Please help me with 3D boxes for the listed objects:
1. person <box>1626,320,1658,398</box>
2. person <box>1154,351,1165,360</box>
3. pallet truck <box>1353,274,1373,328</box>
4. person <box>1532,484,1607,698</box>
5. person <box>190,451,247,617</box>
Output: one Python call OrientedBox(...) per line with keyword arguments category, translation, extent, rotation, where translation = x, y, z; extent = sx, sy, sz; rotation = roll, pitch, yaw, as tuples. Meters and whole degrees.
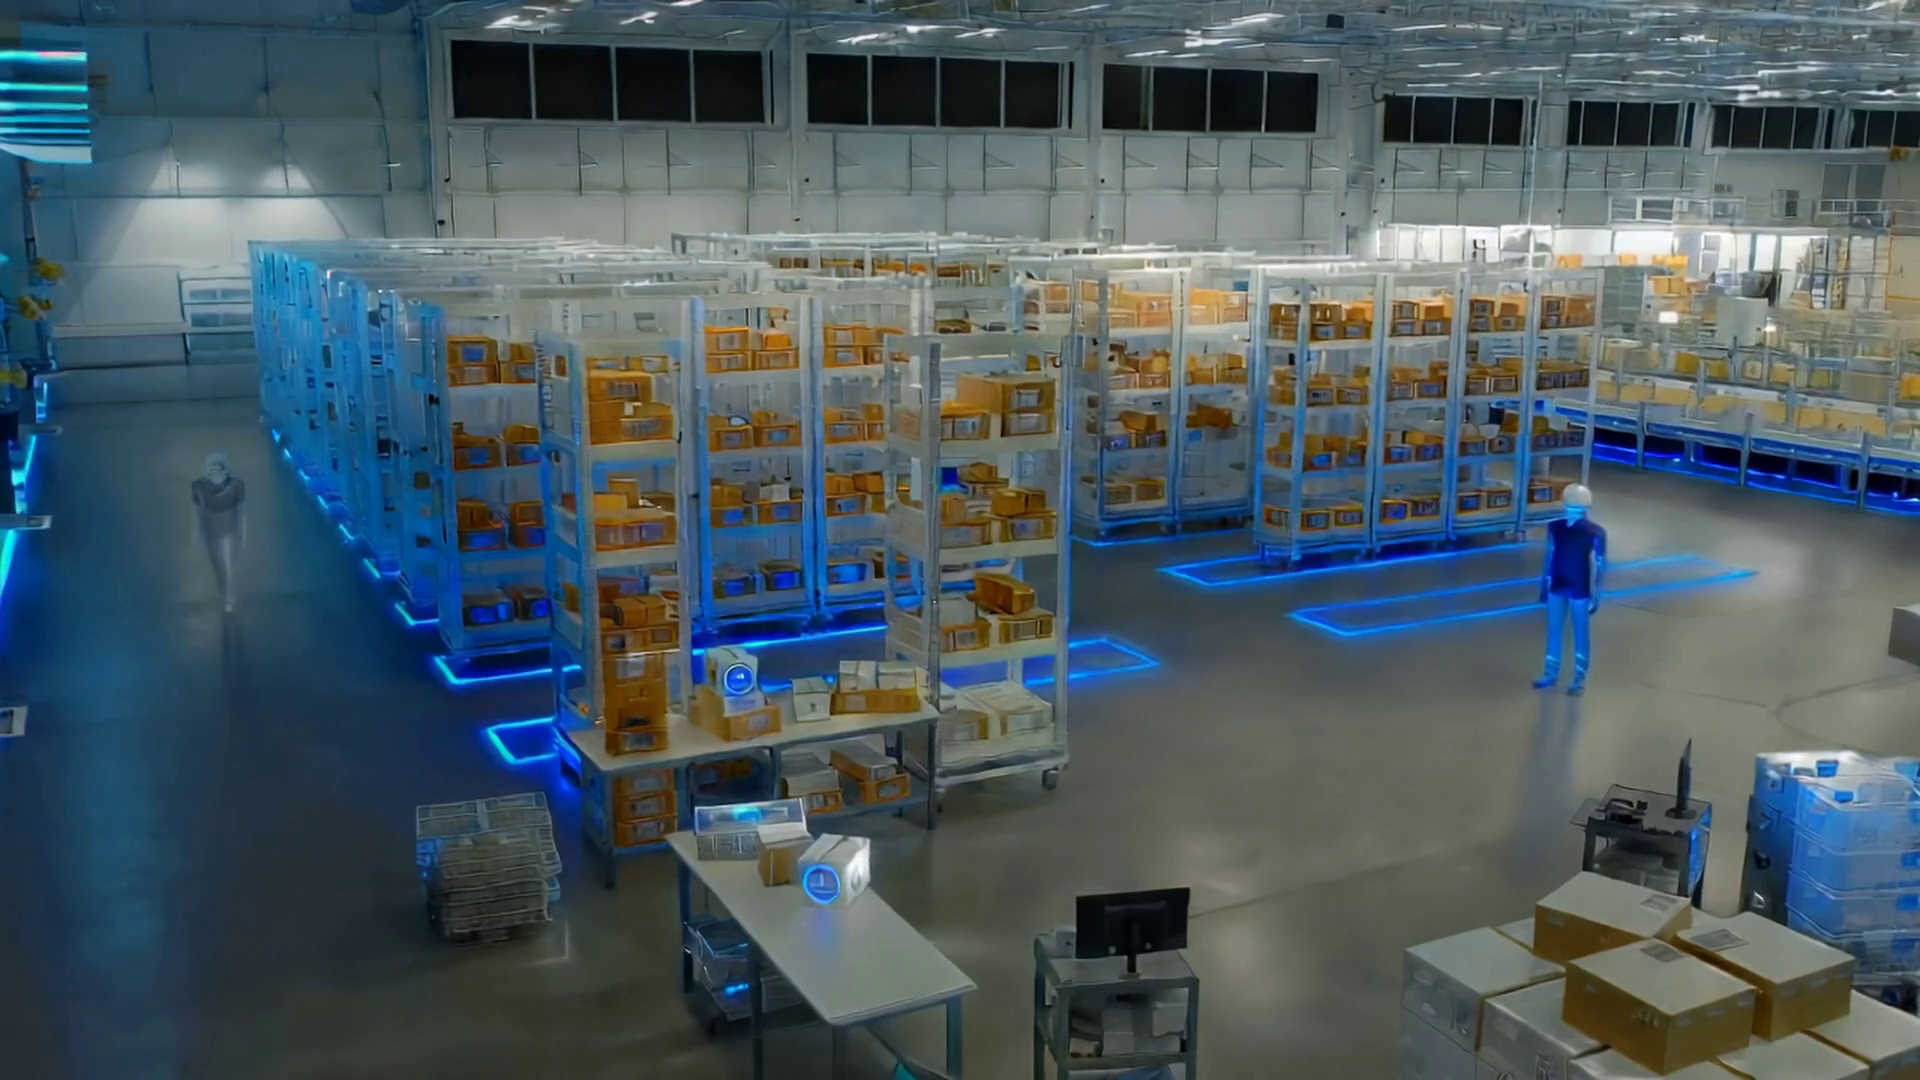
OrientedBox(category="person", translation=(15.245, -4.057, 37.170), extent=(0.575, 1.748, 0.542), rotation=(9, 15, 37))
OrientedBox(category="person", translation=(3.994, -3.569, 34.690), extent=(0.605, 1.828, 0.403), rotation=(3, 12, 12))
OrientedBox(category="pallet truck", translation=(13.011, -8.050, 55.243), extent=(0.823, 1.965, 1.885), rotation=(-7, 14, -28))
OrientedBox(category="person", translation=(5.664, 0.460, 15.446), extent=(0.380, 1.991, 0.625), rotation=(-9, 15, -35))
OrientedBox(category="person", translation=(-8.226, -0.112, 18.555), extent=(0.560, 1.821, 0.867), rotation=(-2, 12, -11))
